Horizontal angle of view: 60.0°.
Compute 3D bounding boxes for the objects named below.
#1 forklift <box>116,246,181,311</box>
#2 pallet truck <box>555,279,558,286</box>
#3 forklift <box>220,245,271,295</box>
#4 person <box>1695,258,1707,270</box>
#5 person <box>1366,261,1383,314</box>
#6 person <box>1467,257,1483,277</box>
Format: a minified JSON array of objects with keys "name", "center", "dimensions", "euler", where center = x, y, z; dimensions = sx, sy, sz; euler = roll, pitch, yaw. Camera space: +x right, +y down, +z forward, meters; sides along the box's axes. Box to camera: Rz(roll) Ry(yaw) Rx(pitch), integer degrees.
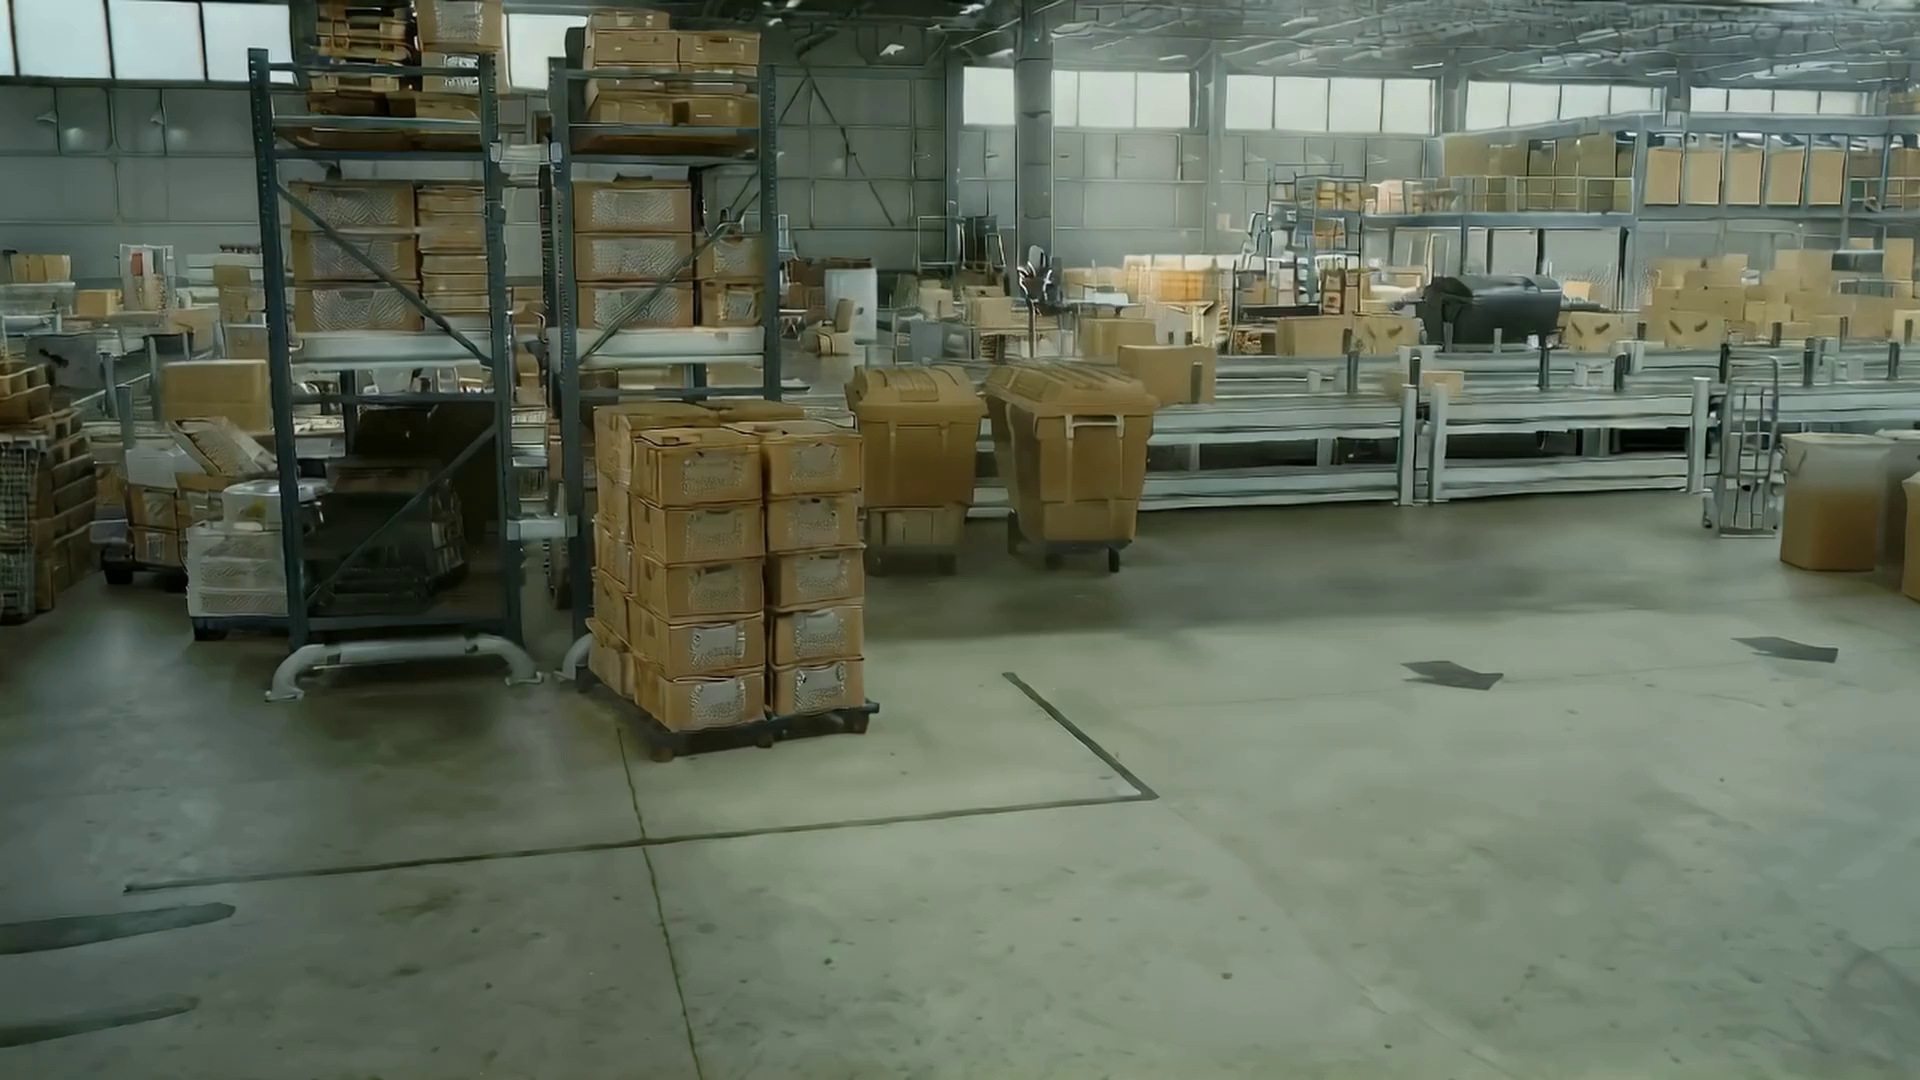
[{"name":"forklift","center":[-19.966,-6.232,40.894],"dimensions":[1.157,1.987,2.680],"euler":[-3,10,-15]},{"name":"pallet truck","center":[-10.604,-6.375,44.520],"dimensions":[0.653,1.274,1.630],"euler":[-3,10,-15]},{"name":"forklift","center":[-17.749,-6.334,41.440],"dimensions":[1.157,1.987,2.680],"euler":[-3,10,-17]},{"name":"person","center":[12.252,-3.739,27.819],"dimensions":[0.966,1.941,0.624],"euler":[6,12,32]},{"name":"person","center":[11.707,-7.001,46.863],"dimensions":[0.492,1.721,0.616],"euler":[-4,11,-19]},{"name":"person","center":[9.373,-4.213,30.529],"dimensions":[0.570,1.926,0.387],"euler":[-2,10,-11]}]
